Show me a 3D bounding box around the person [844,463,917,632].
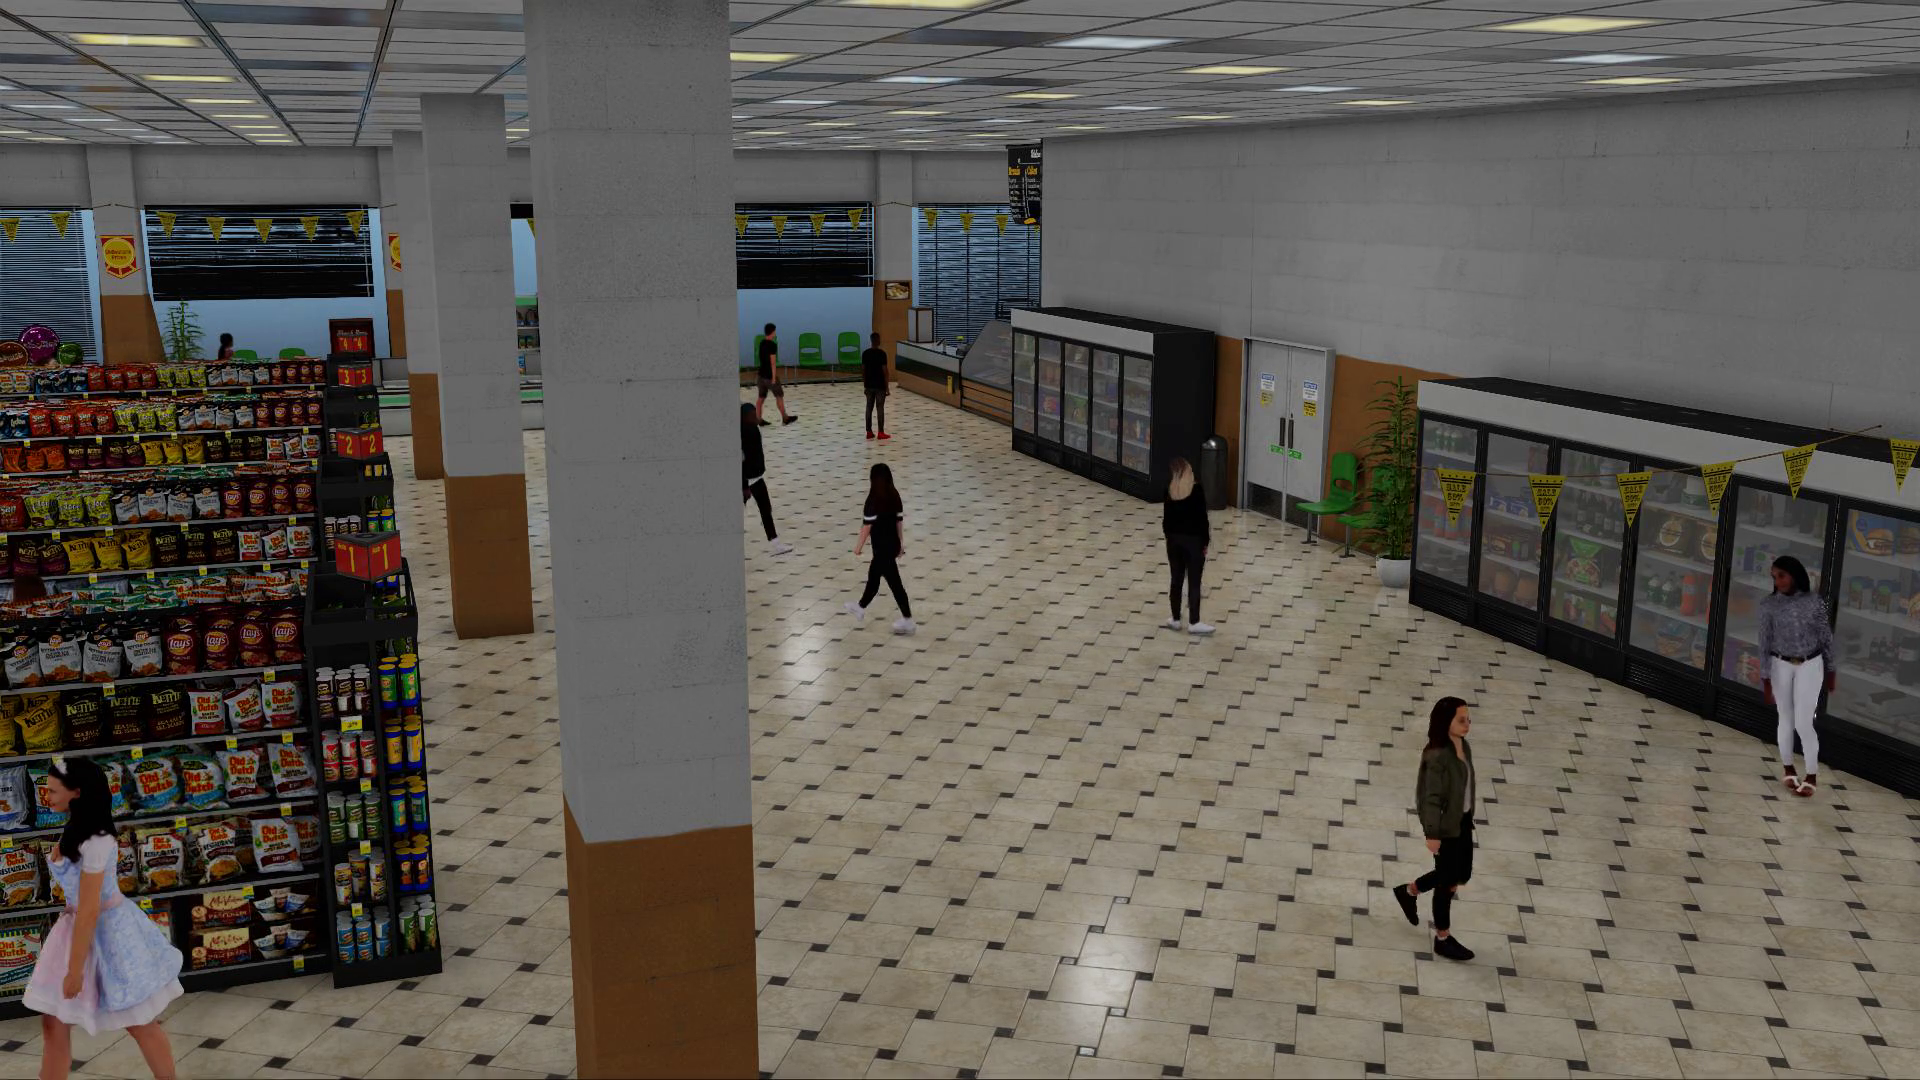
[{"bbox_3d":[-0.656,0.110,15.830,1.070,1.586,1.127,8,15,35],"label":"person"}]

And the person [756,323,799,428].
[{"bbox_3d":[-3.494,-2.904,29.562,1.147,1.826,0.923,-11,16,-43],"label":"person"}]

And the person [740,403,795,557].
[{"bbox_3d":[-2.508,-0.663,19.057,1.266,1.769,1.237,6,14,28],"label":"person"}]

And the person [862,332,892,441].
[{"bbox_3d":[-1.443,-2.624,28.281,0.701,1.807,0.759,6,13,25],"label":"person"}]

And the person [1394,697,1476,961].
[{"bbox_3d":[2.634,1.573,9.185,0.827,1.463,0.823,12,17,44],"label":"person"}]

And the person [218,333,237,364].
[{"bbox_3d":[-12.664,-2.674,28.673,0.797,1.744,0.865,6,13,26],"label":"person"}]

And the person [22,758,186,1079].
[{"bbox_3d":[-3.658,1.806,7.295,1.108,1.785,0.888,-11,16,-42],"label":"person"}]

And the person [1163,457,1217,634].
[{"bbox_3d":[2.182,0.066,15.872,0.848,1.655,0.845,11,16,43],"label":"person"}]

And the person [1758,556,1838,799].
[{"bbox_3d":[5.838,0.950,11.597,0.867,1.688,0.925,4,12,17],"label":"person"}]
